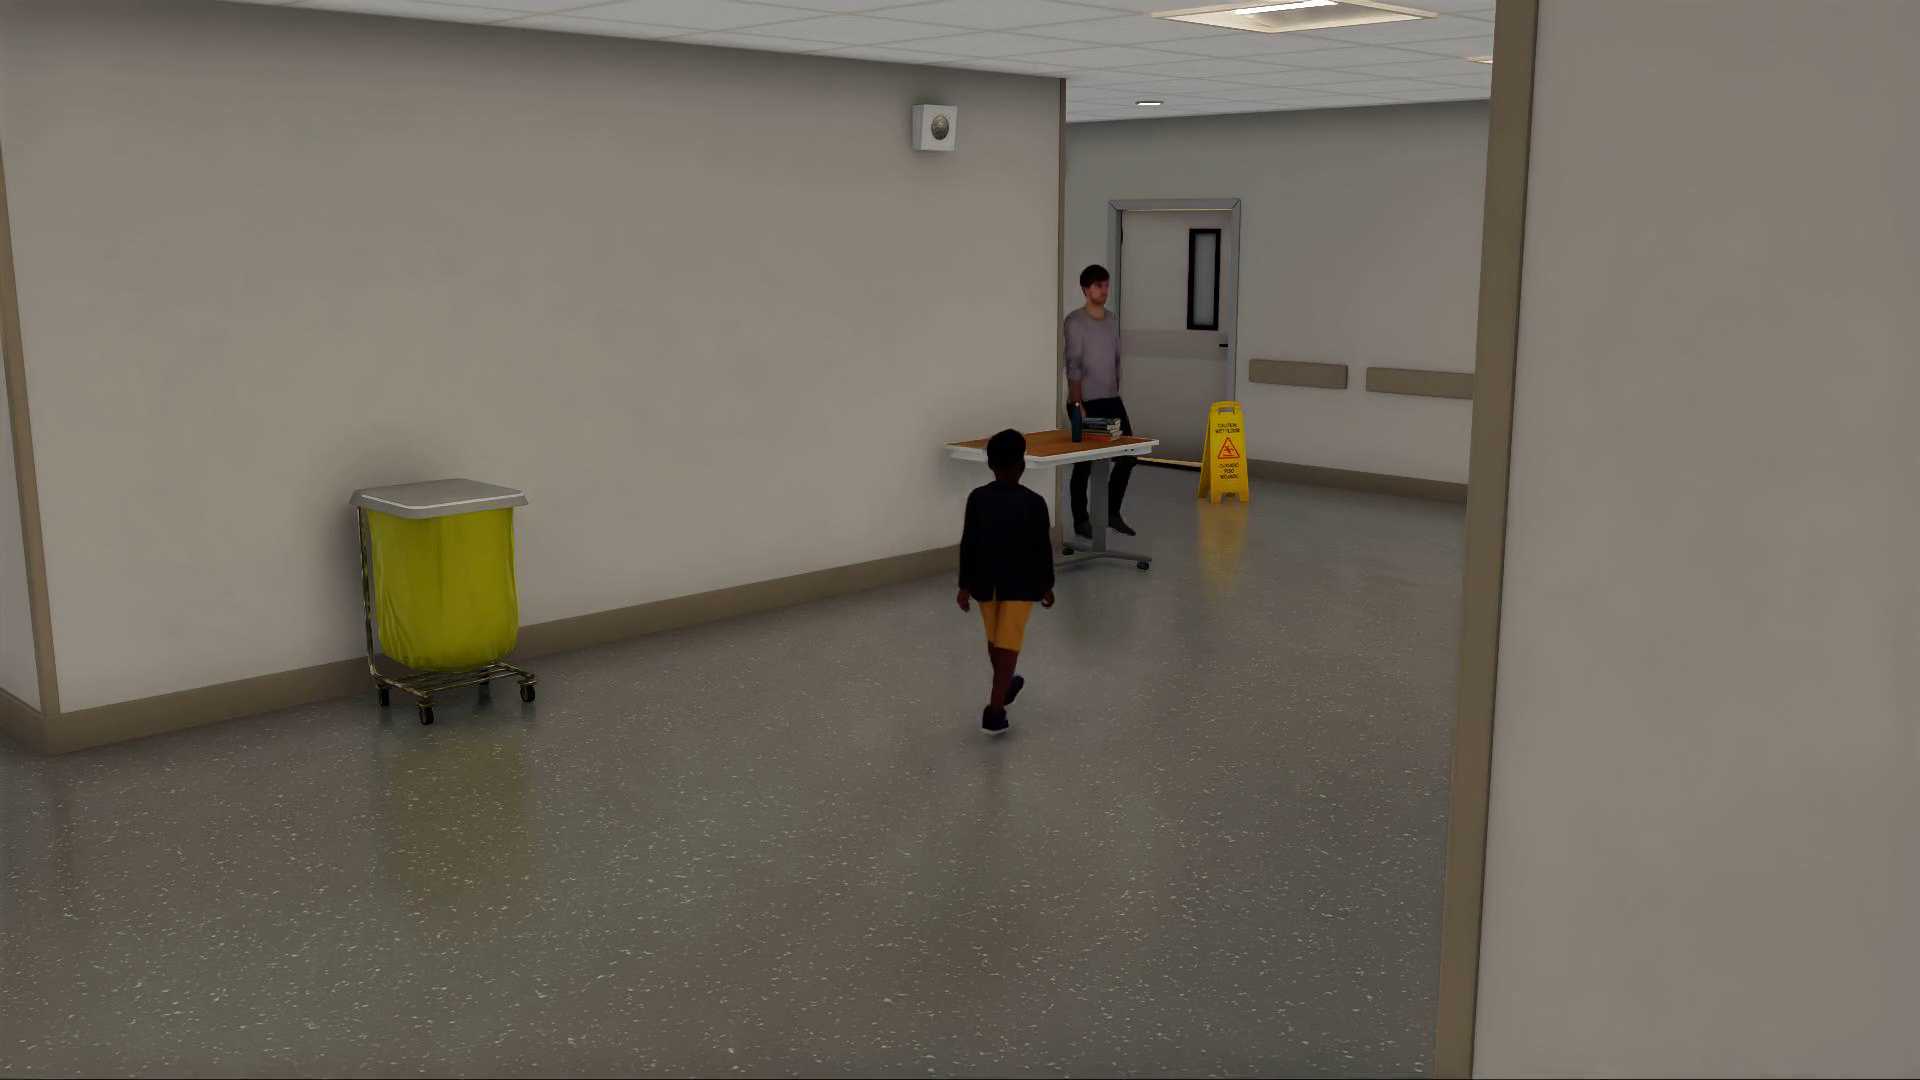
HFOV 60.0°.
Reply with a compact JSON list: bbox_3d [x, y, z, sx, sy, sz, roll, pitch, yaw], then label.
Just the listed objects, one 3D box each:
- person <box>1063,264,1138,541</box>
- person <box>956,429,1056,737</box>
[{"bbox_3d":[0.833,-0.911,11.127,0.707,1.827,0.681,-9,14,-39],"label":"person"},{"bbox_3d":[0.172,0.196,6.869,0.889,1.240,0.829,4,11,19],"label":"person"}]
